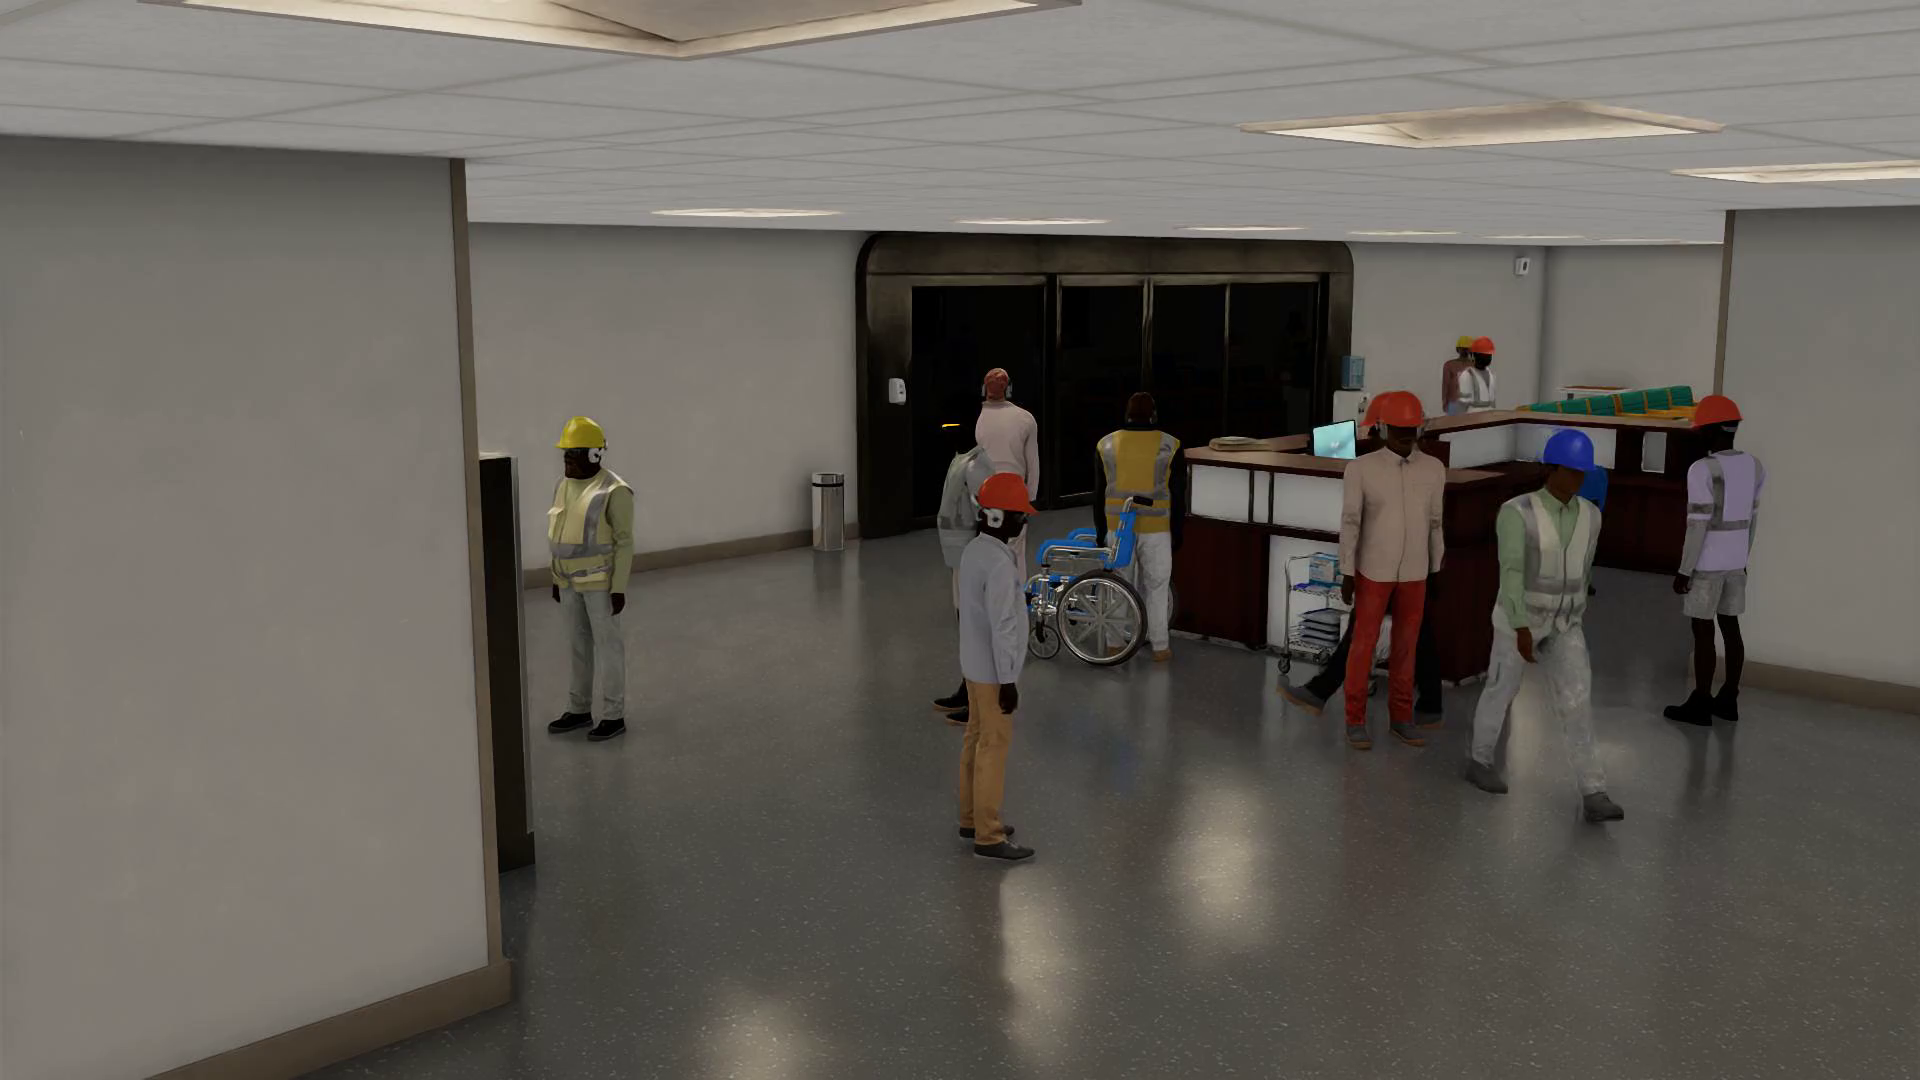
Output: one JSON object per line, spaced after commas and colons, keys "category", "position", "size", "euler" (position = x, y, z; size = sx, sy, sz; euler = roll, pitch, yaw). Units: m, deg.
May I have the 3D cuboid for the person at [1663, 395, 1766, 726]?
{"category": "person", "position": [4.389, 0.120, 9.713], "size": [0.543, 1.929, 0.372], "euler": [-4, 10, -25]}

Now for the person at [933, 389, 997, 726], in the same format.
{"category": "person", "position": [0.051, 0.101, 9.718], "size": [0.372, 1.963, 0.608], "euler": [-2, 9, -10]}

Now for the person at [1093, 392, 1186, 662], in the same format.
{"category": "person", "position": [1.217, -0.084, 11.276], "size": [0.632, 1.836, 0.429], "euler": [3, 10, 16]}

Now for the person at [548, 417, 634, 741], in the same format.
{"category": "person", "position": [-2.110, 0.217, 9.413], "size": [0.589, 1.834, 0.403], "euler": [6, 11, 35]}

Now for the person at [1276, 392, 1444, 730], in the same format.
{"category": "person", "position": [2.352, 0.137, 9.535], "size": [1.002, 1.945, 0.636], "euler": [-1, 9, -6]}

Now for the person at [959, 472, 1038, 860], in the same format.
{"category": "person", "position": [0.175, 0.561, 7.550], "size": [0.340, 1.748, 0.568], "euler": [-2, 9, -12]}

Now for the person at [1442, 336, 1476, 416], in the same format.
{"category": "person", "position": [6.714, -1.848, 22.277], "size": [0.525, 1.772, 0.304], "euler": [0, 9, 0]}

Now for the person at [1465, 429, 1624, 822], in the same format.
{"category": "person", "position": [2.859, 0.399, 8.125], "size": [0.610, 1.886, 1.029], "euler": [-2, 10, -13]}

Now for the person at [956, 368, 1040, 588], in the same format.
{"category": "person", "position": [0.282, -0.349, 12.655], "size": [0.643, 1.909, 0.410], "euler": [0, 9, 0]}

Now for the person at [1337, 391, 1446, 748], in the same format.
{"category": "person", "position": [2.400, 0.168, 9.216], "size": [0.623, 1.992, 0.396], "euler": [-2, 9, -11]}

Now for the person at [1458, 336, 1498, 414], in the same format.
{"category": "person", "position": [5.712, -1.316, 18.578], "size": [0.546, 1.919, 0.711], "euler": [-7, 11, -35]}
